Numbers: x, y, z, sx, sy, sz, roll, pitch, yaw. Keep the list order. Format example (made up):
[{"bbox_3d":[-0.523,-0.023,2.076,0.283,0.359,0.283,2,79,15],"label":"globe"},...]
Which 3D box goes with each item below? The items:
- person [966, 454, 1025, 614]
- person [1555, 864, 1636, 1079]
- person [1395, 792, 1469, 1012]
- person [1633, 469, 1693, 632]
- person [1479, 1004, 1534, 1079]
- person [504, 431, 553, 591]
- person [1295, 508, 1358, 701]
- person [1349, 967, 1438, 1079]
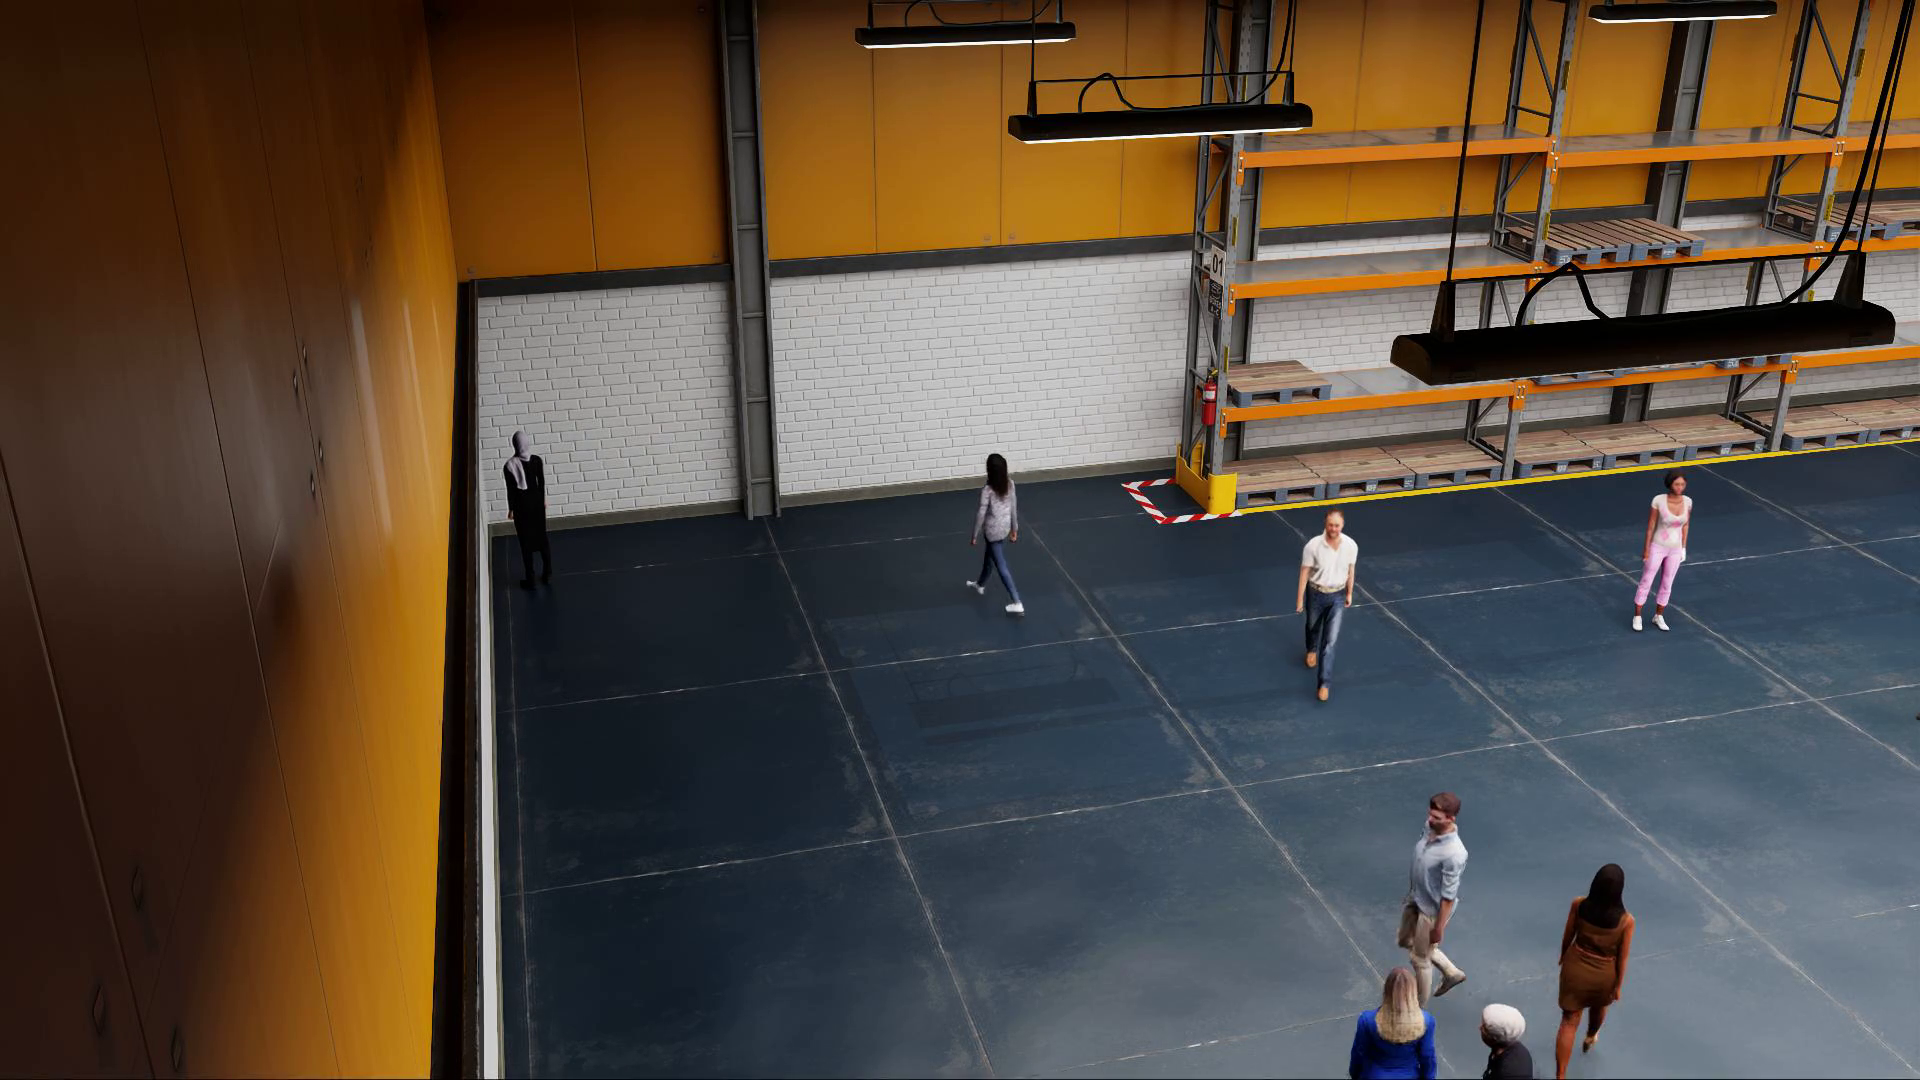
[{"bbox_3d":[0.432,-0.034,17.331,1.214,1.684,1.059,-19,30,-37],"label":"person"},{"bbox_3d":[4.037,2.871,10.737,1.012,1.644,1.079,14,27,29],"label":"person"},{"bbox_3d":[3.303,2.498,11.356,0.845,1.831,0.727,-2,24,-5],"label":"person"},{"bbox_3d":[7.180,0.099,16.955,0.535,1.742,0.699,0,24,0],"label":"person"},{"bbox_3d":[3.103,3.369,9.083,1.116,1.761,1.177,15,28,31],"label":"person"},{"bbox_3d":[-4.632,-0.326,17.881,0.610,1.780,0.737,-18,30,-36],"label":"person"},{"bbox_3d":[3.493,0.508,15.933,1.298,1.811,1.104,4,24,9],"label":"person"},{"bbox_3d":[2.520,3.306,9.707,0.920,1.672,0.814,-1,24,-2],"label":"person"}]
